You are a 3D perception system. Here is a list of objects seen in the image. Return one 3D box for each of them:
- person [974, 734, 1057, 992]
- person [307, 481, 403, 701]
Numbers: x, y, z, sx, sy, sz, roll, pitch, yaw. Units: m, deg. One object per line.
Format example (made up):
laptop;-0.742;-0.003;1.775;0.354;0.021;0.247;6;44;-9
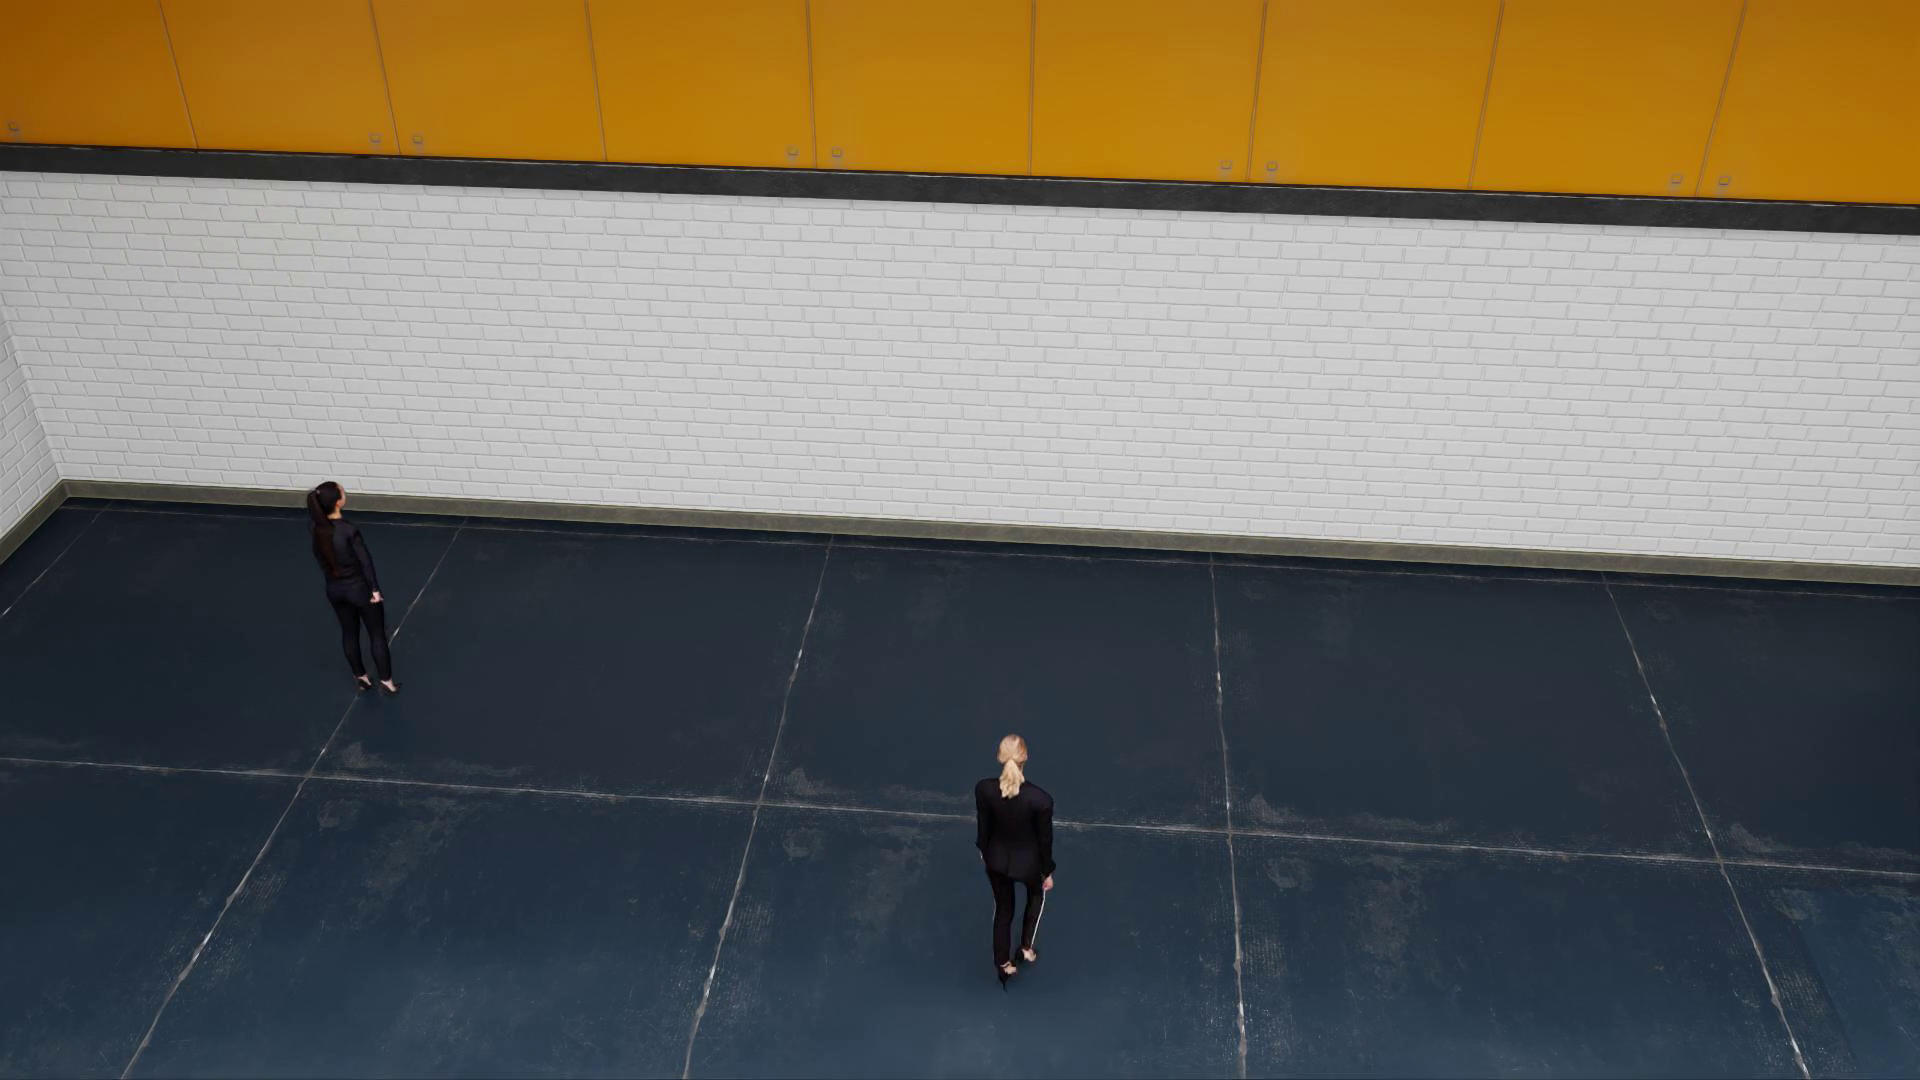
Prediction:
person;0.266;1.808;8.982;0.696;1.691;0.671;11;35;16
person;-4.095;0.349;11.157;0.632;1.711;0.552;10;35;15
